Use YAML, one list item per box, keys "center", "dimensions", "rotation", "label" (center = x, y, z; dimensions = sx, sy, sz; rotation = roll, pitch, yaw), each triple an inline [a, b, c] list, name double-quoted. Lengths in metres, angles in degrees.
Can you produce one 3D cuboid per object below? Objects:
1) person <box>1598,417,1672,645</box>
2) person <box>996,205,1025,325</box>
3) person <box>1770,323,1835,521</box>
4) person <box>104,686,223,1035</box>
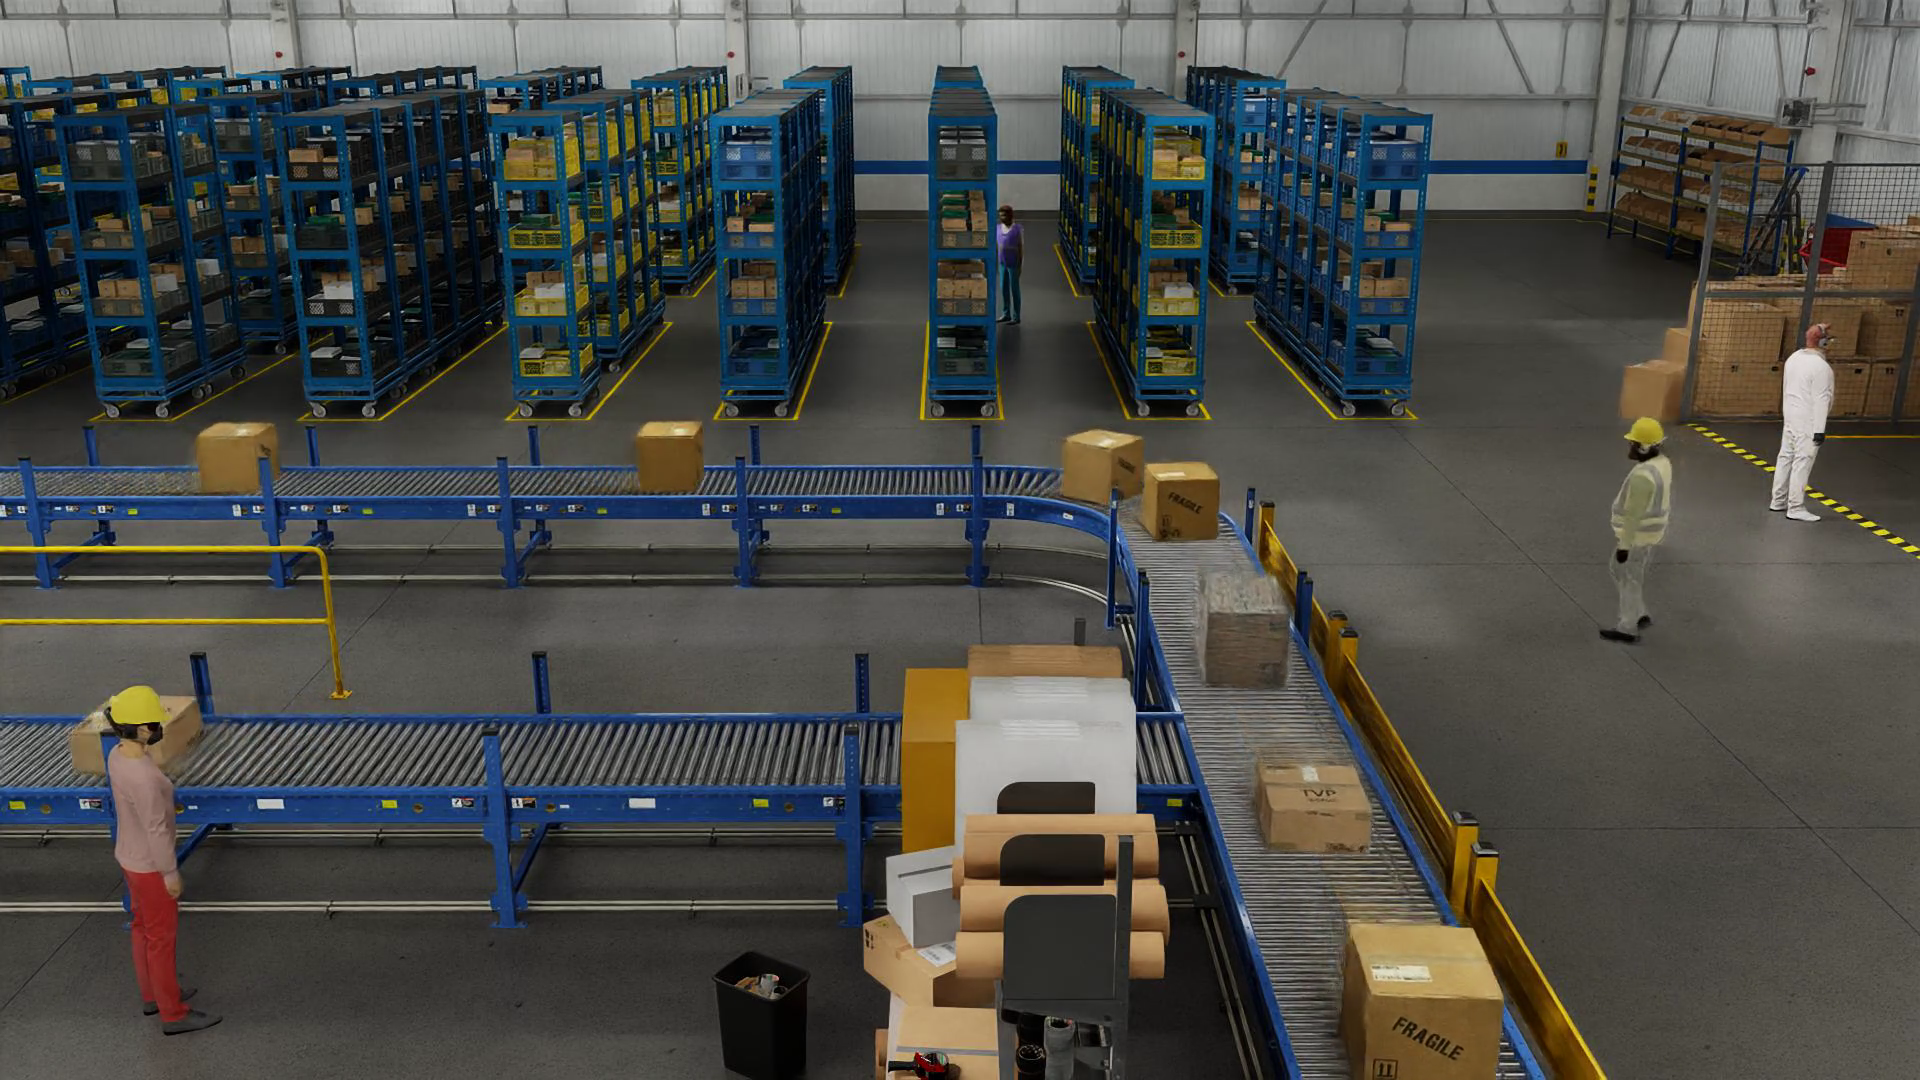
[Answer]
- center: [5.226, -0.059, 12.867]
  dimensions: [0.426, 1.821, 0.617]
  rotation: [12, 21, 32]
  label: "person"
- center: [0.761, -4.283, 25.875]
  dimensions: [0.569, 1.831, 0.411]
  rotation: [16, 24, 40]
  label: "person"
- center: [8.188, -1.145, 16.075]
  dimensions: [0.409, 1.913, 0.645]
  rotation: [-1, 18, -3]
  label: "person"
- center: [-3.894, 1.538, 8.049]
  dimensions: [0.329, 1.764, 0.524]
  rotation: [-15, 23, -38]
  label: "person"
